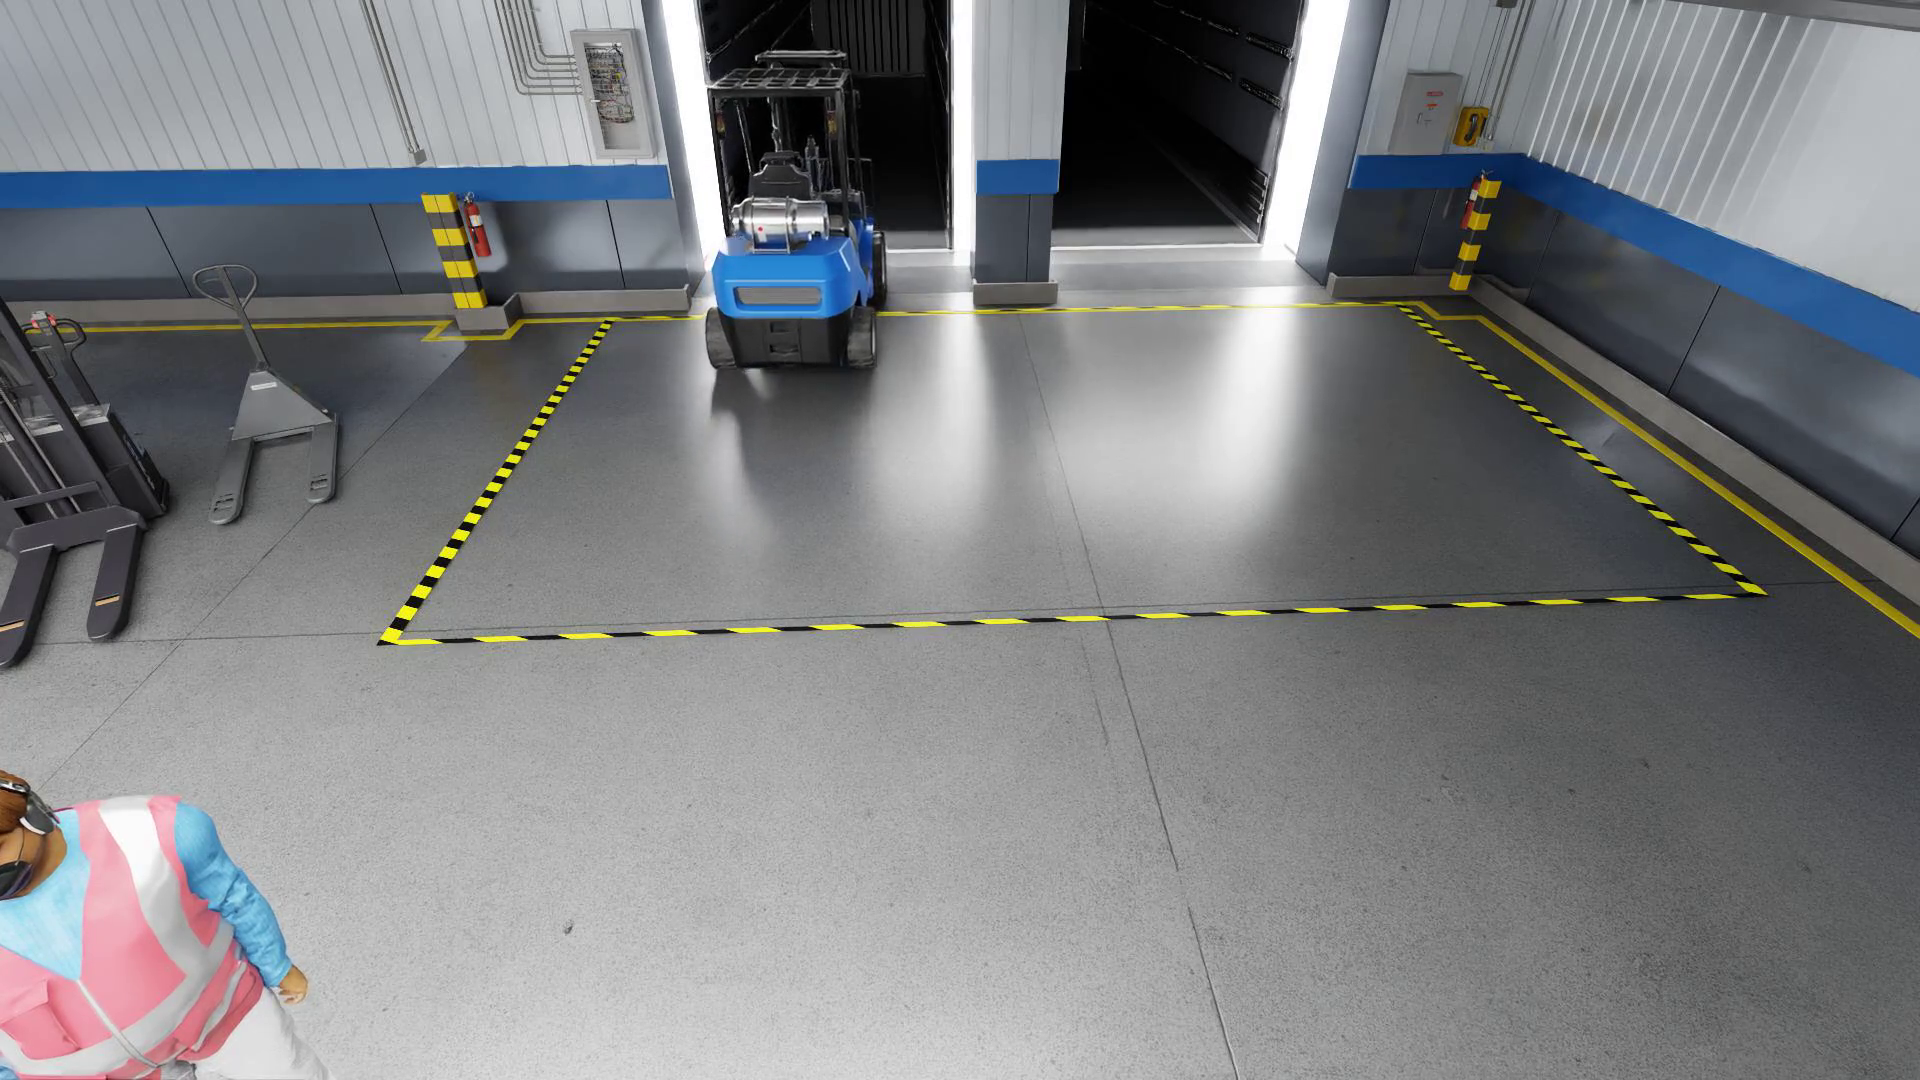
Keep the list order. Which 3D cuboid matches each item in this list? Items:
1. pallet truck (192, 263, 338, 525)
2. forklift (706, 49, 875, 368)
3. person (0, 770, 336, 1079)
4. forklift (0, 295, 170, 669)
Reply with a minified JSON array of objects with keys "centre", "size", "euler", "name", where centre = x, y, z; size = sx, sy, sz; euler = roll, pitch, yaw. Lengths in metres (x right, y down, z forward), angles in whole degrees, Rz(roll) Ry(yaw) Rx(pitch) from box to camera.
[{"centre":[-4.778,-1.027,6.128],"size":[0.680,1.201,1.601],"euler":[-17,38,-23],"name":"pallet truck"},{"centre":[-1.397,-2.925,7.871],"size":[1.157,2.036,2.680],"euler":[0,35,0],"name":"forklift"},{"centre":[-2.038,1.245,2.337],"size":[0.620,1.843,0.429],"euler":[-29,44,-35],"name":"person"},{"centre":[-5.212,-0.618,4.878],"size":[0.823,1.965,1.885],"euler":[-20,39,-26],"name":"forklift"}]
